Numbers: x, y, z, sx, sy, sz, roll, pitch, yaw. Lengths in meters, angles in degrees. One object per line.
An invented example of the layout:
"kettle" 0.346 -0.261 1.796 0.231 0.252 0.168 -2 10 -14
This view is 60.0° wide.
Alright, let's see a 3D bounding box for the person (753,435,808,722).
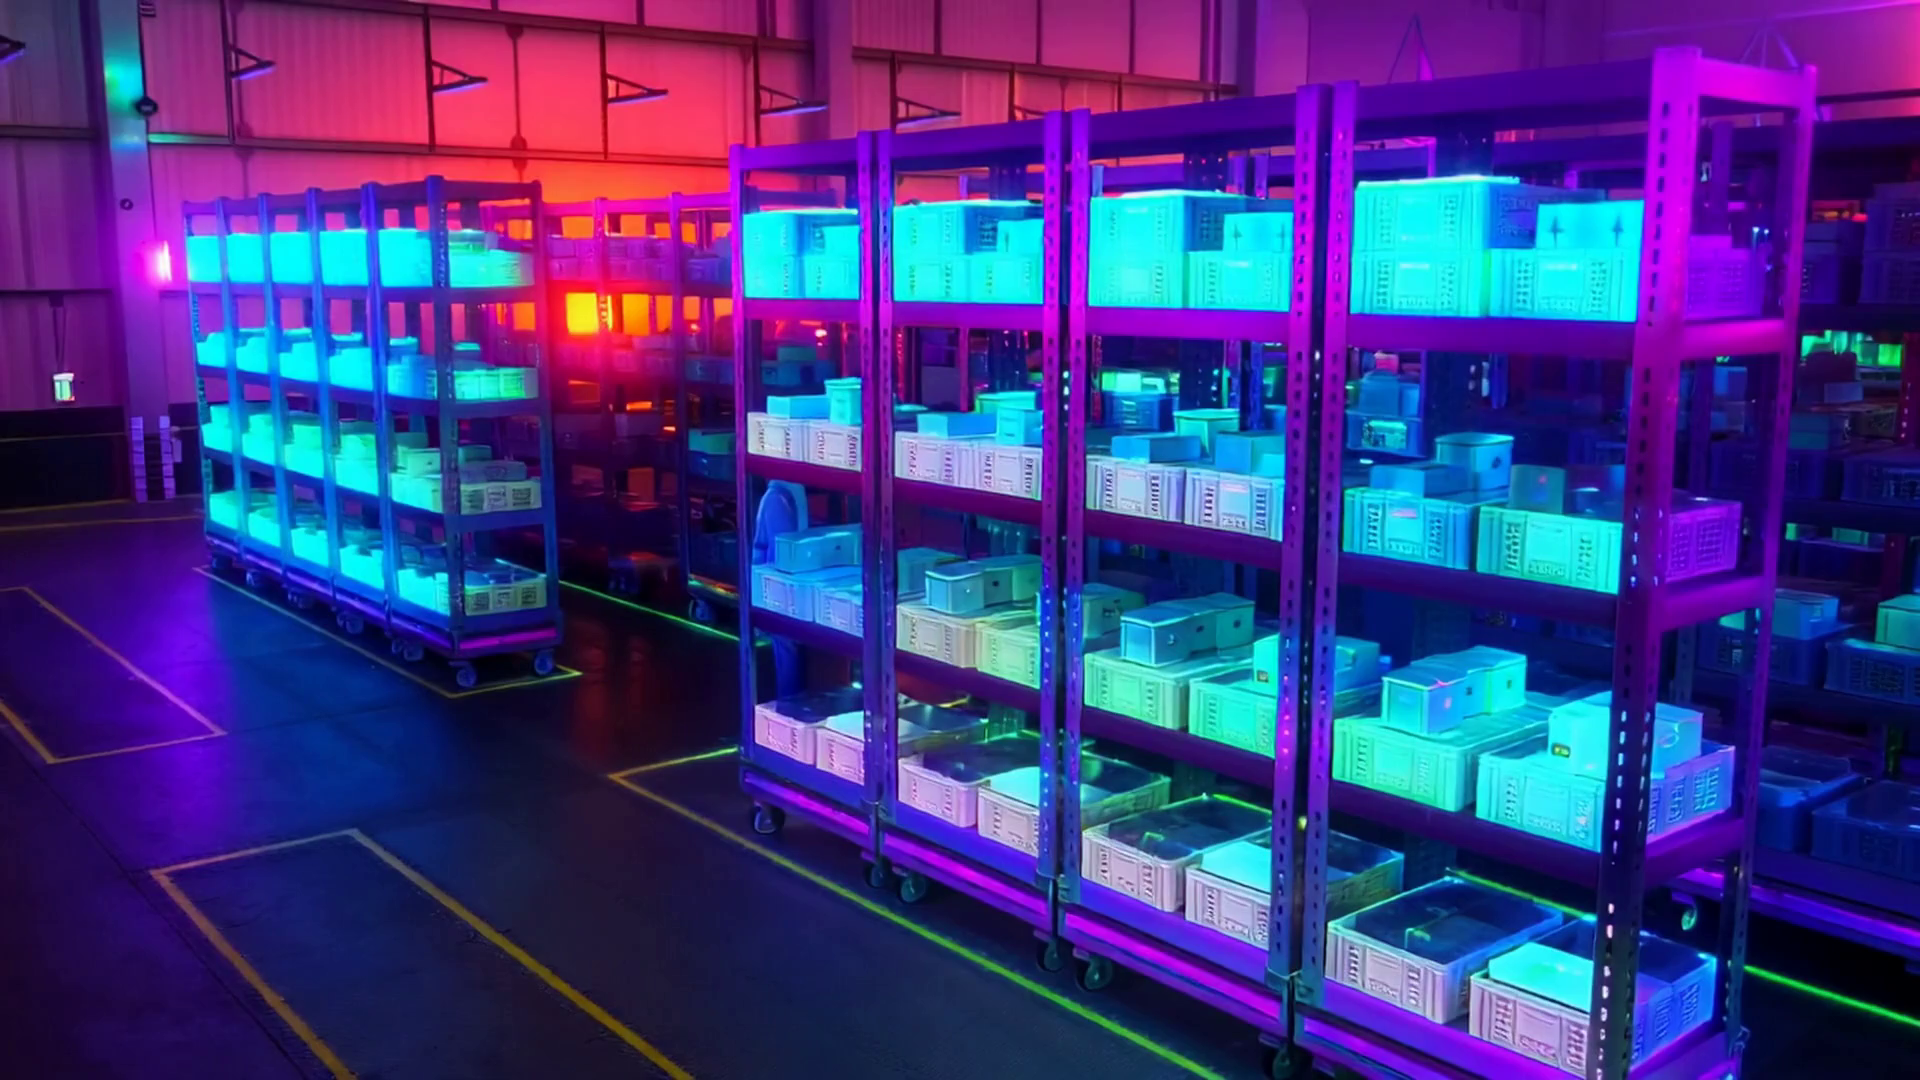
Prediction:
"person" -1.184 0.227 11.011 0.379 1.950 0.609 1 9 4
